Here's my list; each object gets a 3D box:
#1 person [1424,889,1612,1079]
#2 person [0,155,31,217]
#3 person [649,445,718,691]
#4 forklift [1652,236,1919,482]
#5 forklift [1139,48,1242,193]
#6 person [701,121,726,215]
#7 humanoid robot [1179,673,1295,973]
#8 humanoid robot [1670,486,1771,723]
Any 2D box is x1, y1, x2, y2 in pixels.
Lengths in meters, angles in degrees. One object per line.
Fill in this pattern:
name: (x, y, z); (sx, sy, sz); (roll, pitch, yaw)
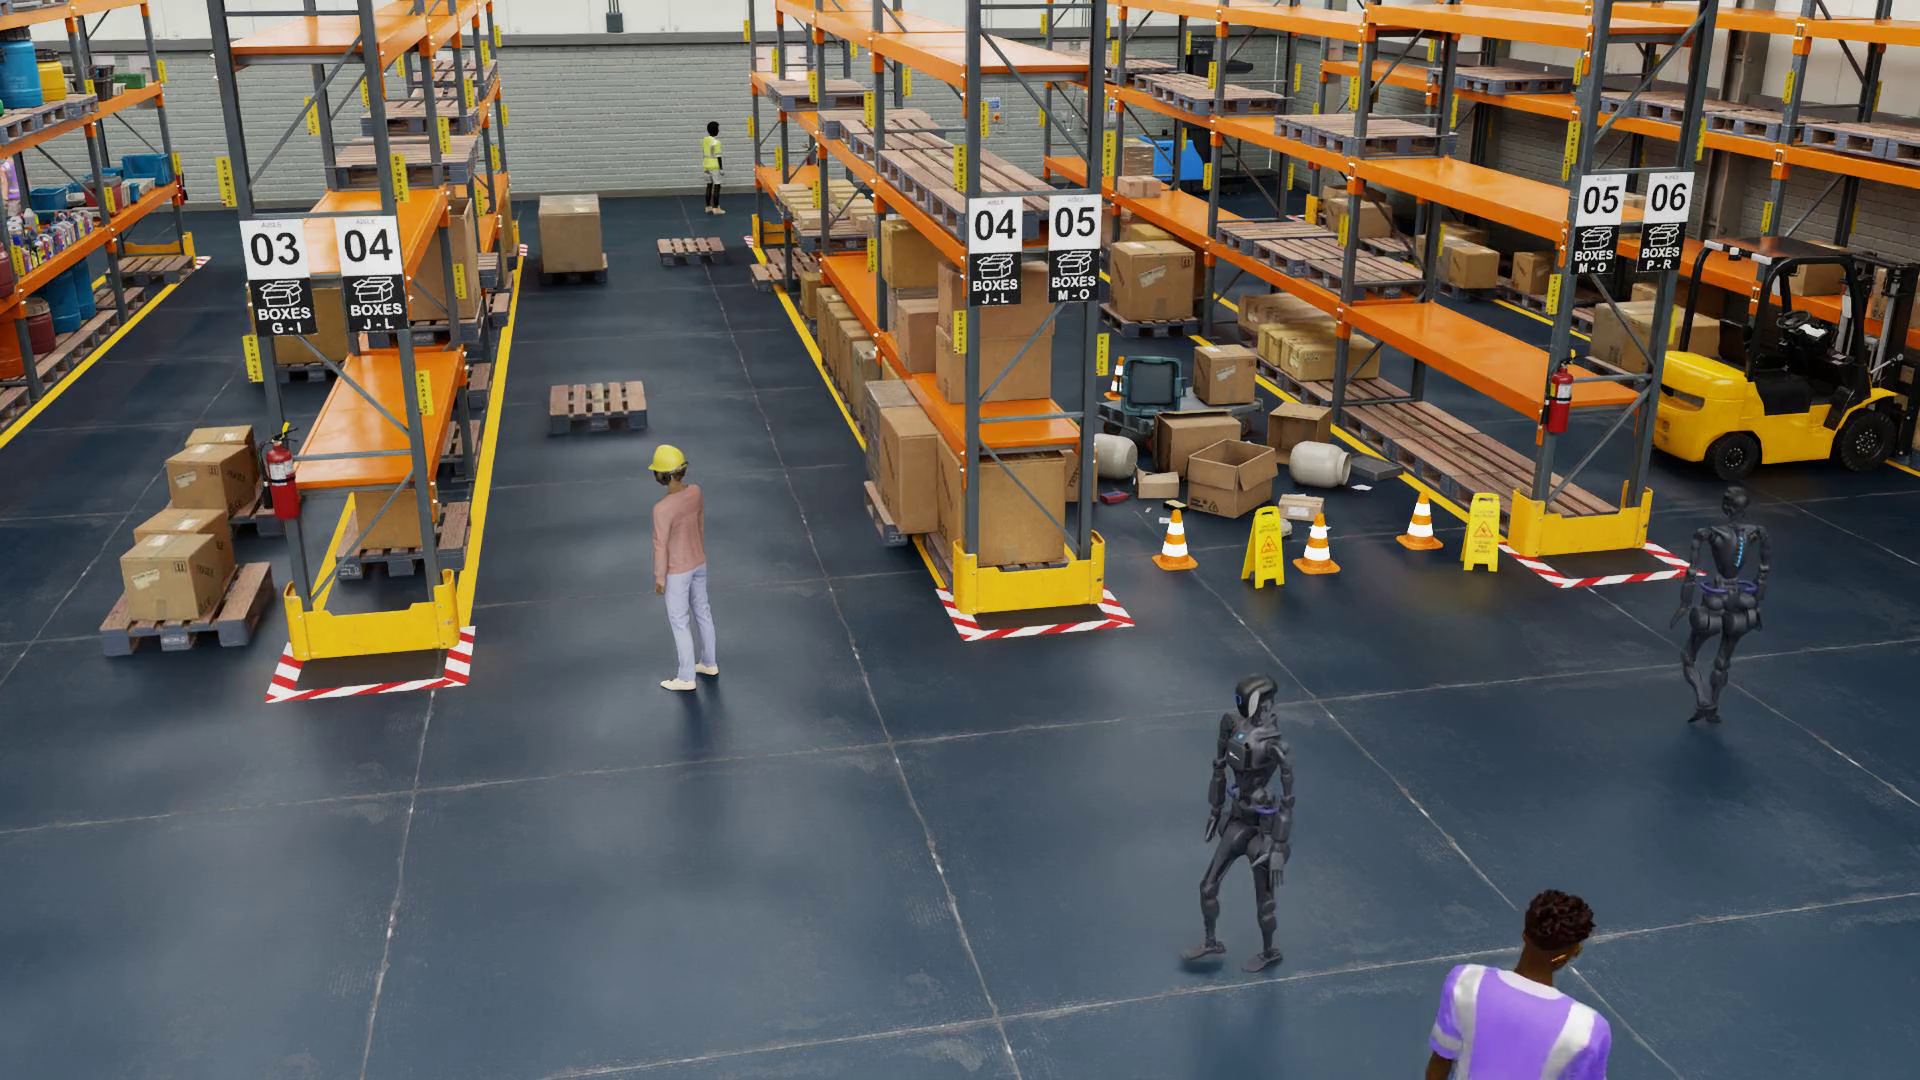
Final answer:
person: (2.072, 2.102, 6.165); (0.621, 1.919, 0.883); (15, 25, 34)
person: (-15.369, -5.562, 27.146); (0.351, 1.688, 0.489); (11, 23, 26)
person: (-1.956, 0.188, 11.564); (0.340, 1.761, 0.522); (10, 23, 25)
forklift: (8.013, -1.814, 16.330); (2.313, 2.155, 1.214); (-4, 21, -12)
forklift: (4.566, -8.313, 32.860); (1.873, 2.768, 1.129); (-4, 21, -12)
person: (-4.534, -6.831, 30.559); (0.320, 1.683, 0.538); (-18, 27, -40)
humanoid robot: (1.446, 1.441, 8.306); (0.496, 1.650, 0.591); (-12, 24, -29)
humanoid robot: (5.051, 0.450, 10.965); (0.590, 1.643, 0.446); (-1, 20, -1)
